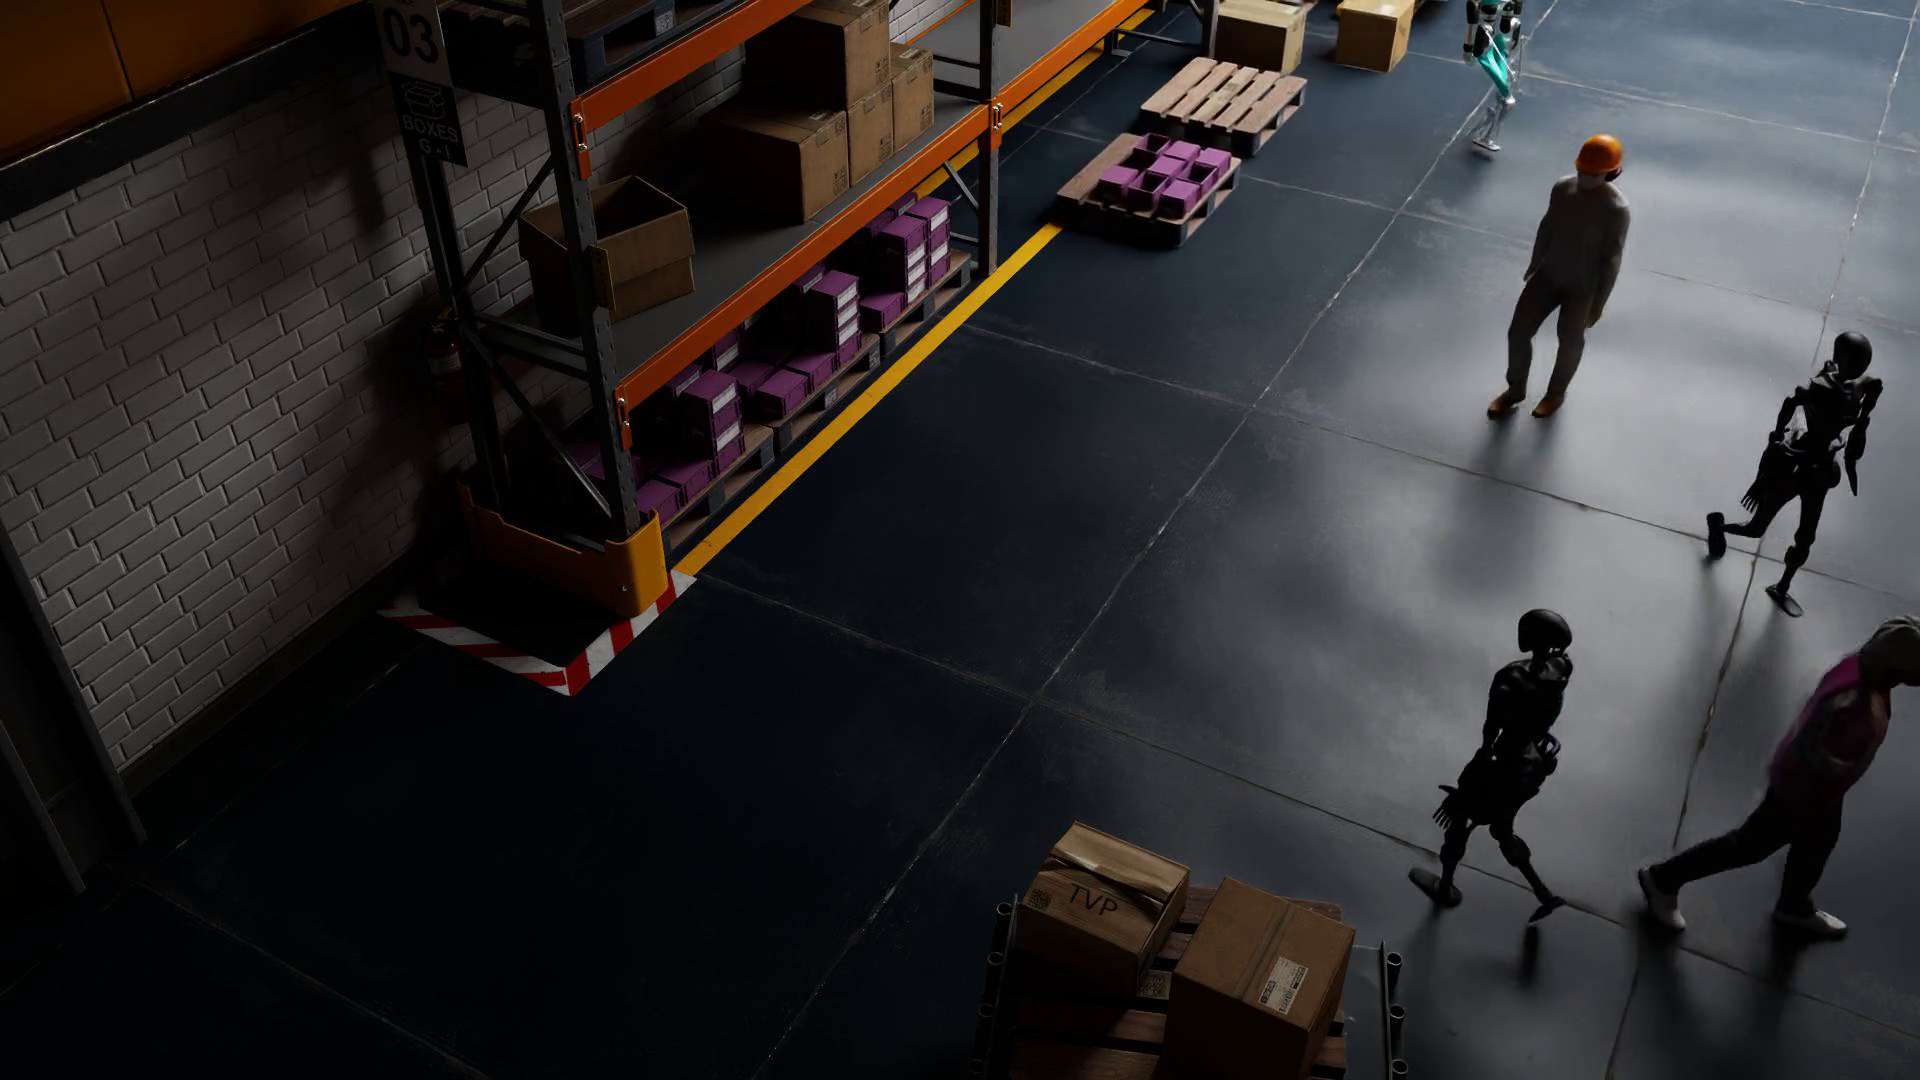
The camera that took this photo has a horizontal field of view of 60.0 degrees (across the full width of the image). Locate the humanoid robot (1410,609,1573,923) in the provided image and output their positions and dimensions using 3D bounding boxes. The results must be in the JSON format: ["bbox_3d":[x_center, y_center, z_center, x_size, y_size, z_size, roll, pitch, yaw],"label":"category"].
[{"bbox_3d":[2.293,0.995,6.866,0.609,1.639,0.635,-28,46,-30],"label":"humanoid robot"}]

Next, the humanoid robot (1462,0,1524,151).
[{"bbox_3d":[4.206,-3.761,12.769,0.542,1.802,0.784,-20,43,-23],"label":"humanoid robot"}]

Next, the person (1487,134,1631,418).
[{"bbox_3d":[3.548,-1.509,9.821,0.657,1.870,0.594,-30,47,-32],"label":"person"}]

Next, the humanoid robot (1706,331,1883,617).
[{"bbox_3d":[4.362,-0.427,8.650,0.610,1.631,0.697,-8,39,-10],"label":"humanoid robot"}]

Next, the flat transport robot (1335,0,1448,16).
[{"bbox_3d":[4.113,-5.219,15.744,0.659,0.231,1.431,20,43,23],"label":"flat transport robot"}]

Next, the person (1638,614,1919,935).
[{"bbox_3d":[3.400,0.962,6.794,0.846,1.806,0.559,18,42,21],"label":"person"}]
